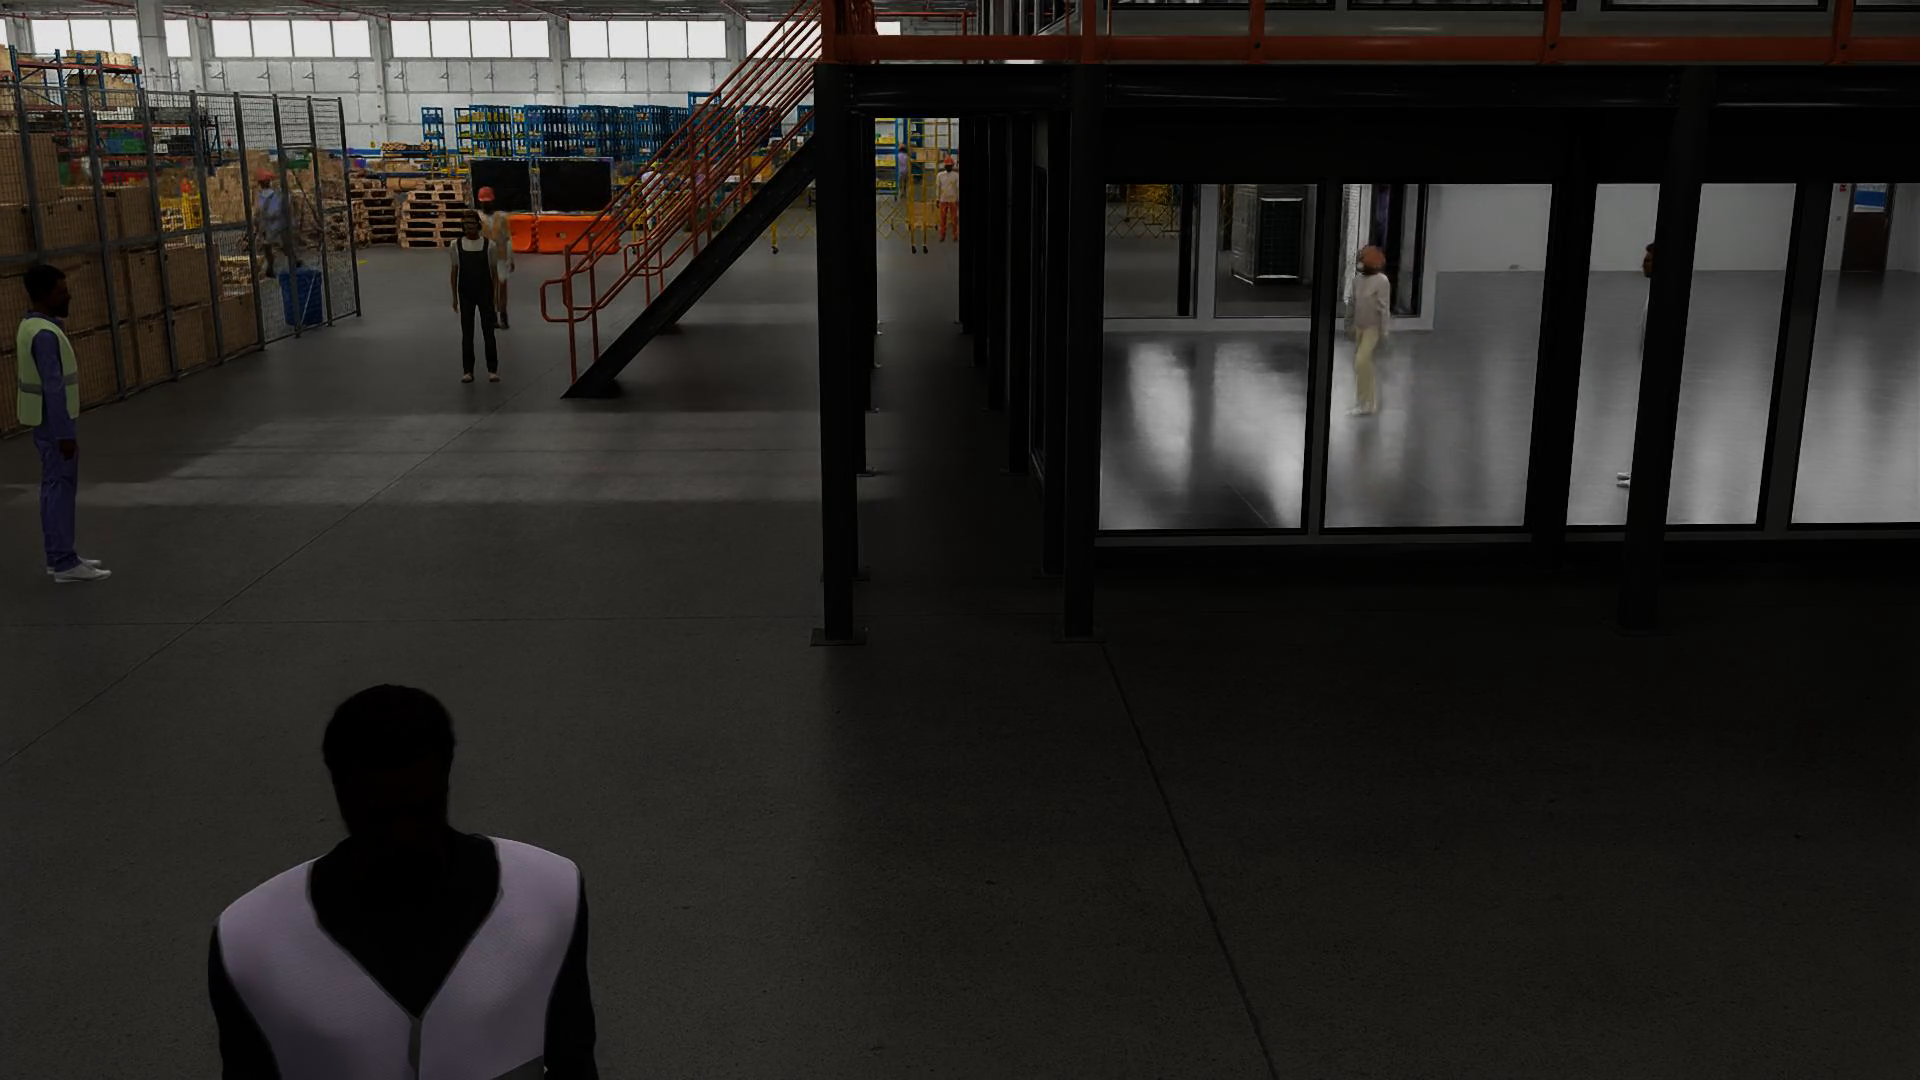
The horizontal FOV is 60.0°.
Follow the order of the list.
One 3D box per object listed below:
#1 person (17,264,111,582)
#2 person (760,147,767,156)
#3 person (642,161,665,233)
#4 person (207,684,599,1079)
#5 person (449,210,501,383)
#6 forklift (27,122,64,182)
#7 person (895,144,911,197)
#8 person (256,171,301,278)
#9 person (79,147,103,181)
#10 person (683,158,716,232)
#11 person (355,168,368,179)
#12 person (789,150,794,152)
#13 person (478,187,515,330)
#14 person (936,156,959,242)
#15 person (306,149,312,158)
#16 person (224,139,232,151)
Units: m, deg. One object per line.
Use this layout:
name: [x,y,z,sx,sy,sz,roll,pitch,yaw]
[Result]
person: [-5.499,-0.700,10.088,0.372,1.914,0.597,-10,17,-34]
person: [-8.709,-16.573,73.875,0.376,1.752,0.531,3,14,12]
person: [-7.816,-8.774,42.524,0.591,1.833,0.403,1,14,6]
person: [-0.892,1.132,2.791,0.586,1.910,0.395,-6,15,-23]
person: [-5.204,-2.616,17.889,0.506,1.846,0.345,-3,14,-14]
forklift: [-35.376,-14.773,64.377,1.129,2.768,1.873,-1,14,-2]
person: [-2.172,-14.072,63.346,0.613,2.015,0.873,-2,14,-8]
person: [-12.374,-5.689,30.025,0.729,1.922,0.553,4,15,16]
person: [-29.182,-12.200,55.920,0.703,1.991,0.386,-2,14,-9]
person: [-6.771,-8.910,42.964,0.562,1.903,0.882,13,19,43]
person: [-15.596,-8.928,43.566,0.529,1.616,0.361,1,14,6]
person: [-8.568,-19.233,84.360,0.815,1.819,0.575,1,14,3]
person: [-6.284,-3.762,22.342,0.579,1.901,0.907,-4,15,-16]
person: [-0.267,-8.013,39.160,0.621,1.990,0.396,2,14,8]
person: [-28.857,-16.651,74.070,0.859,1.802,0.606,2,14,10]
person: [-36.244,-18.878,82.579,0.397,1.992,0.623,1,14,3]
